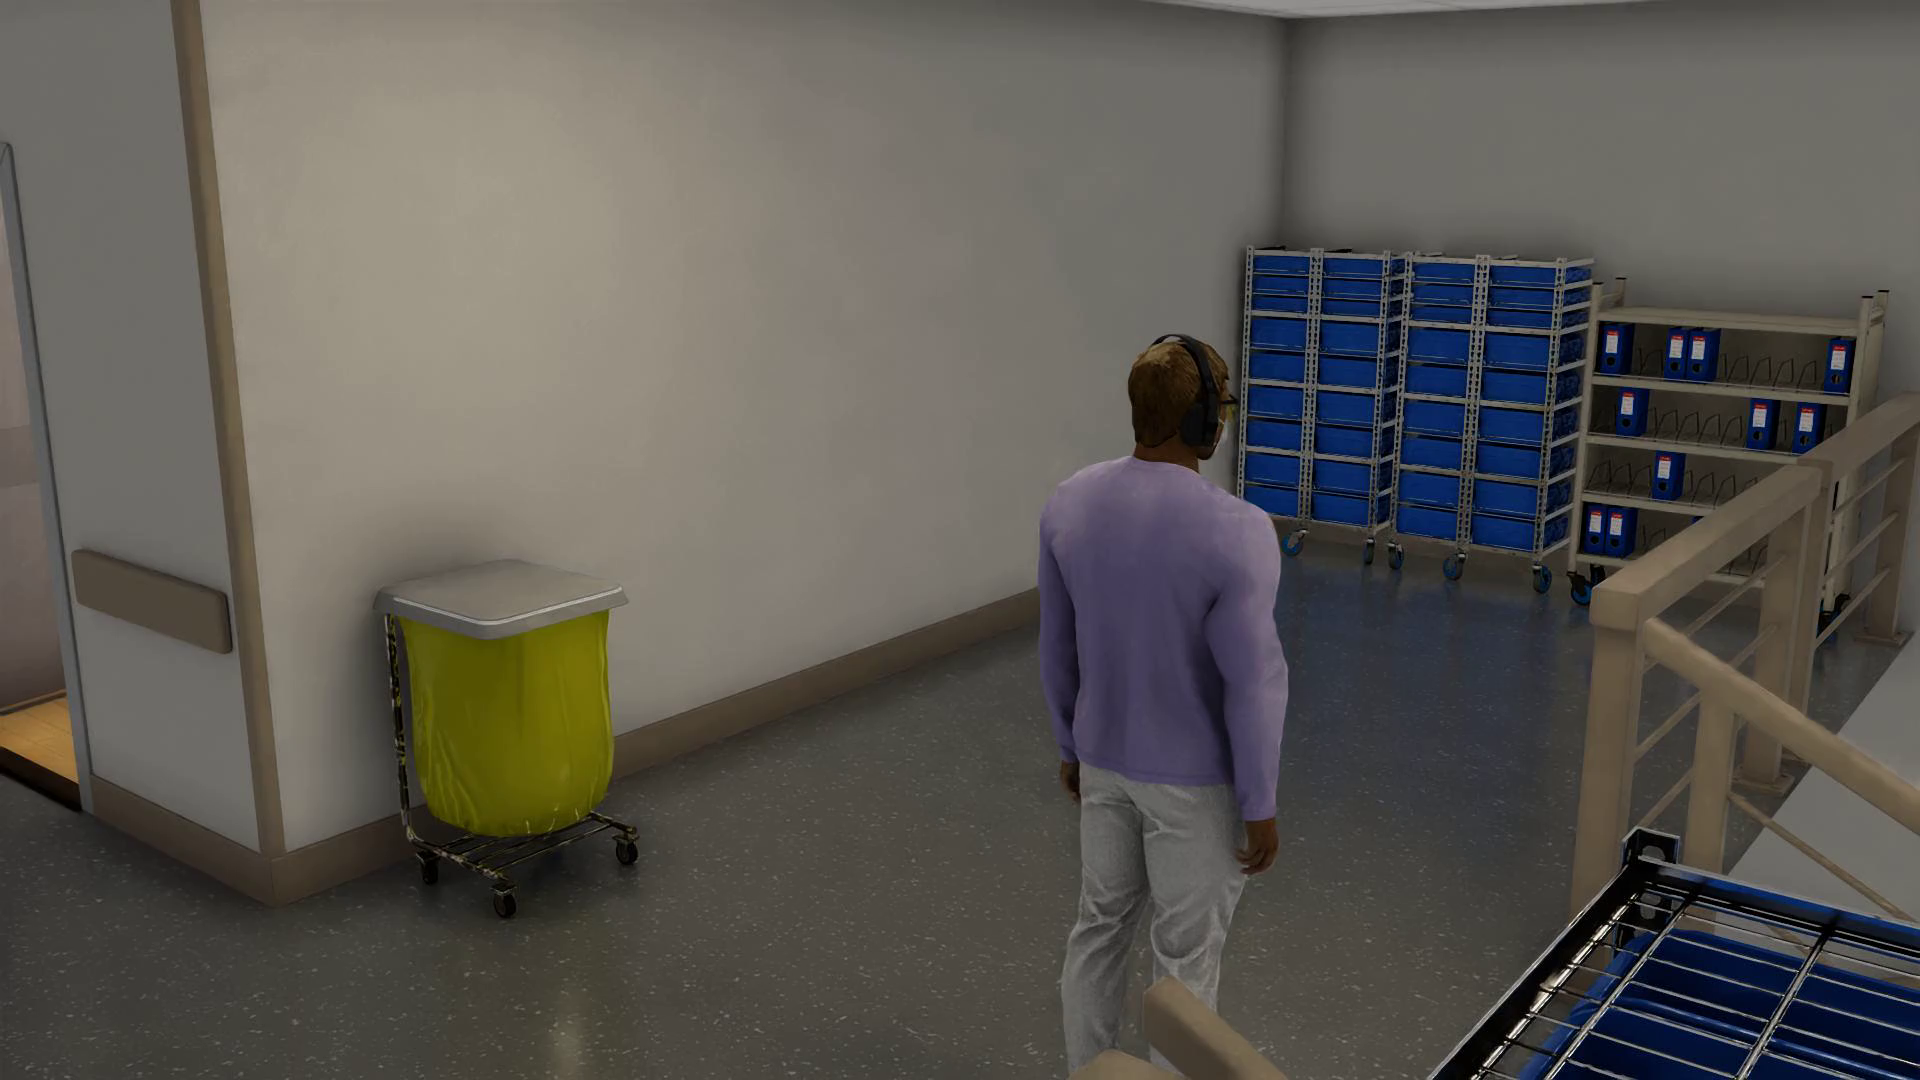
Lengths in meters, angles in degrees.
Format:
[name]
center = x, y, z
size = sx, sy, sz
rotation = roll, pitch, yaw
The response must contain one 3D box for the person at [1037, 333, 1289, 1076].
[person]
center = 0.451, 0.511, 3.708
size = 0.362, 1.939, 0.635
rotation = -13, 18, -42
